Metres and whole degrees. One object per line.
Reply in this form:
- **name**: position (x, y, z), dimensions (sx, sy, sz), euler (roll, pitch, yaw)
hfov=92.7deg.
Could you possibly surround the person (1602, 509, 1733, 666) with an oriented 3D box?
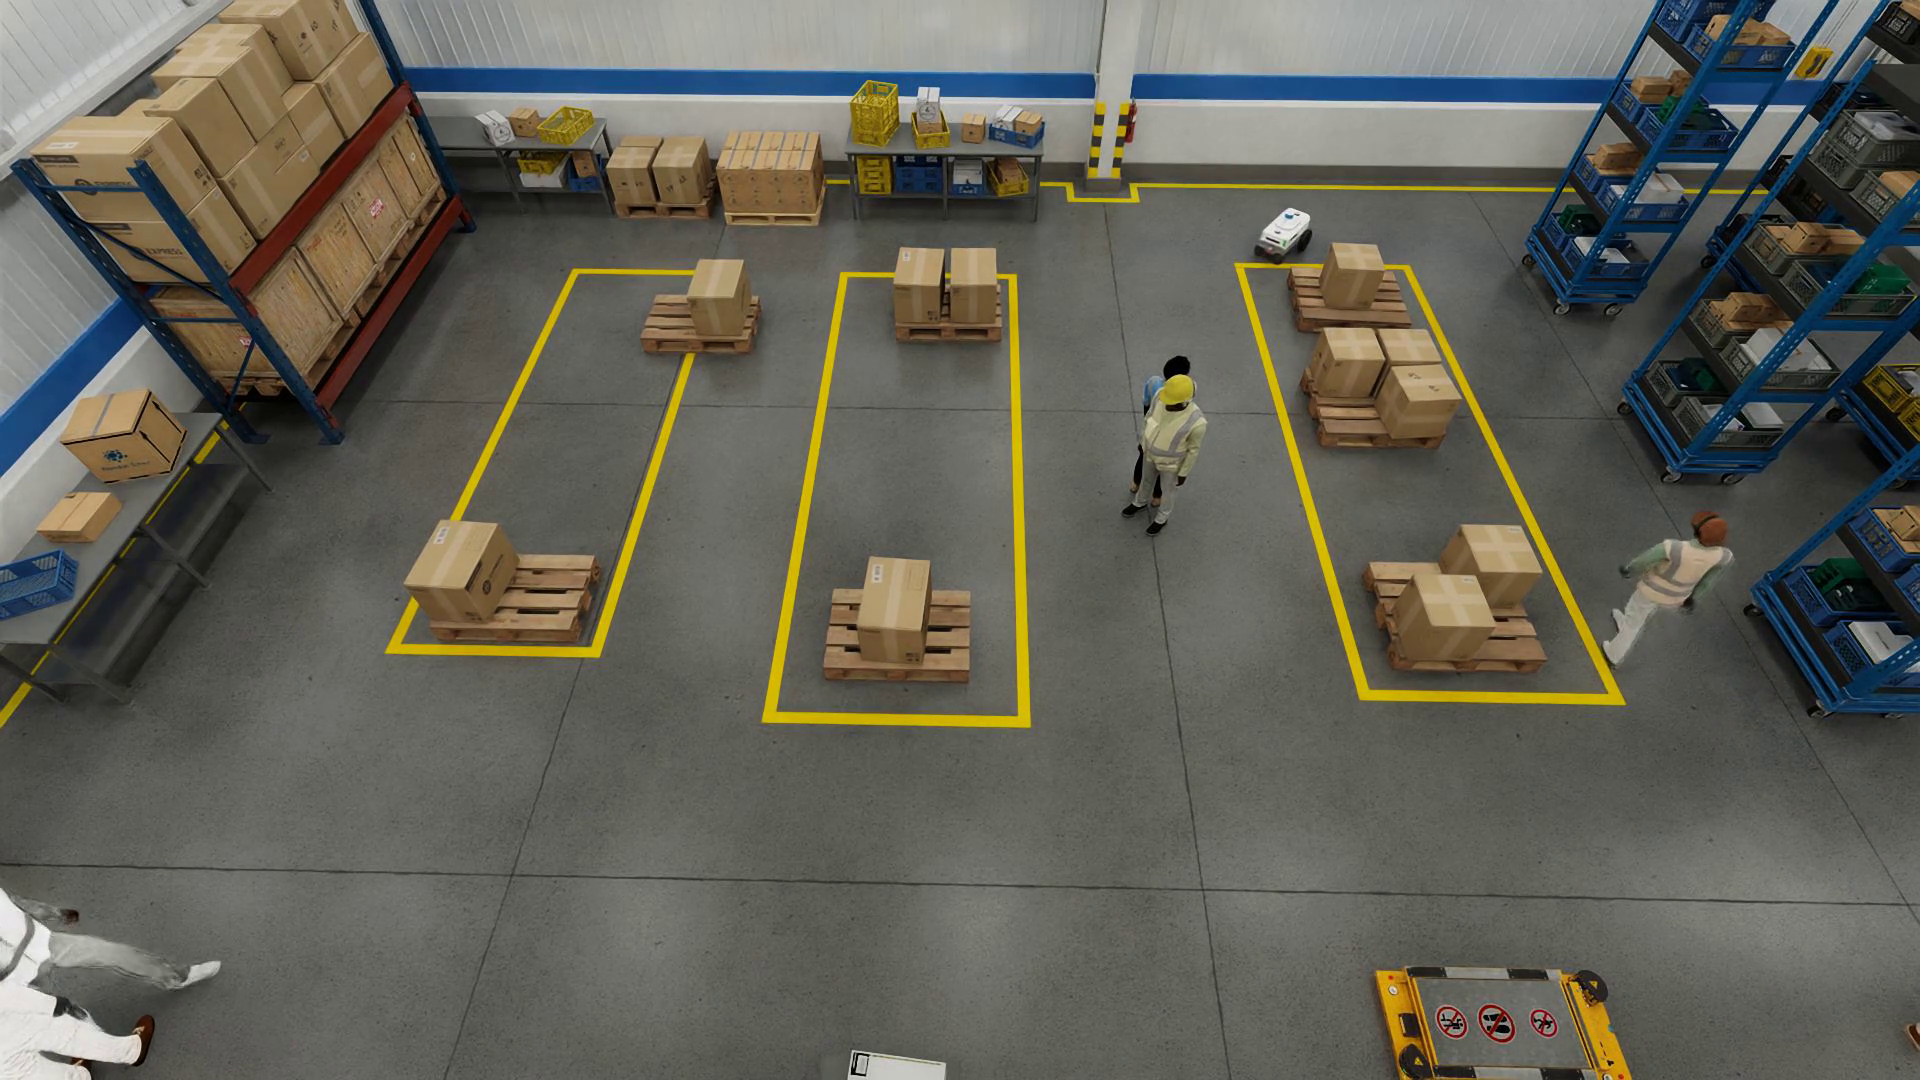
- **person**: position (5.576, 0.324, 7.342), dimensions (0.521, 1.609, 0.701), euler (6, 51, 5)

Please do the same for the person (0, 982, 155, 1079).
- **person**: position (-5.472, 2.757, 5.178), dimensions (0.636, 1.902, 0.405), euler (-26, 55, -20)

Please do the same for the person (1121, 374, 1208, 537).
- **person**: position (1.798, -0.754, 8.089), dimensions (0.403, 1.822, 0.589), euler (-31, 57, -23)

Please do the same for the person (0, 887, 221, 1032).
- **person**: position (-5.392, 2.506, 5.413), dimensions (0.963, 1.840, 0.696), euler (-2, 51, -2)

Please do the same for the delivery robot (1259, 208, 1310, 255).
- **delivery robot**: position (4.025, -3.836, 11.355), dimensions (0.477, 0.478, 0.707), euler (32, 58, 23)

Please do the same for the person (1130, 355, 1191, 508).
- **person**: position (1.852, -0.981, 8.352), dimensions (0.318, 1.699, 0.535), euler (-33, 58, -24)

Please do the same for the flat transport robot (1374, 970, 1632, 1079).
- **flat transport robot**: position (3.501, 3.133, 5.914), dimensions (1.431, 0.197, 0.652), euler (1, 51, 1)

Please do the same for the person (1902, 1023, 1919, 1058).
- **person**: position (6.408, 2.640, 5.213), dimensions (0.621, 1.990, 0.396), euler (-19, 53, -15)
